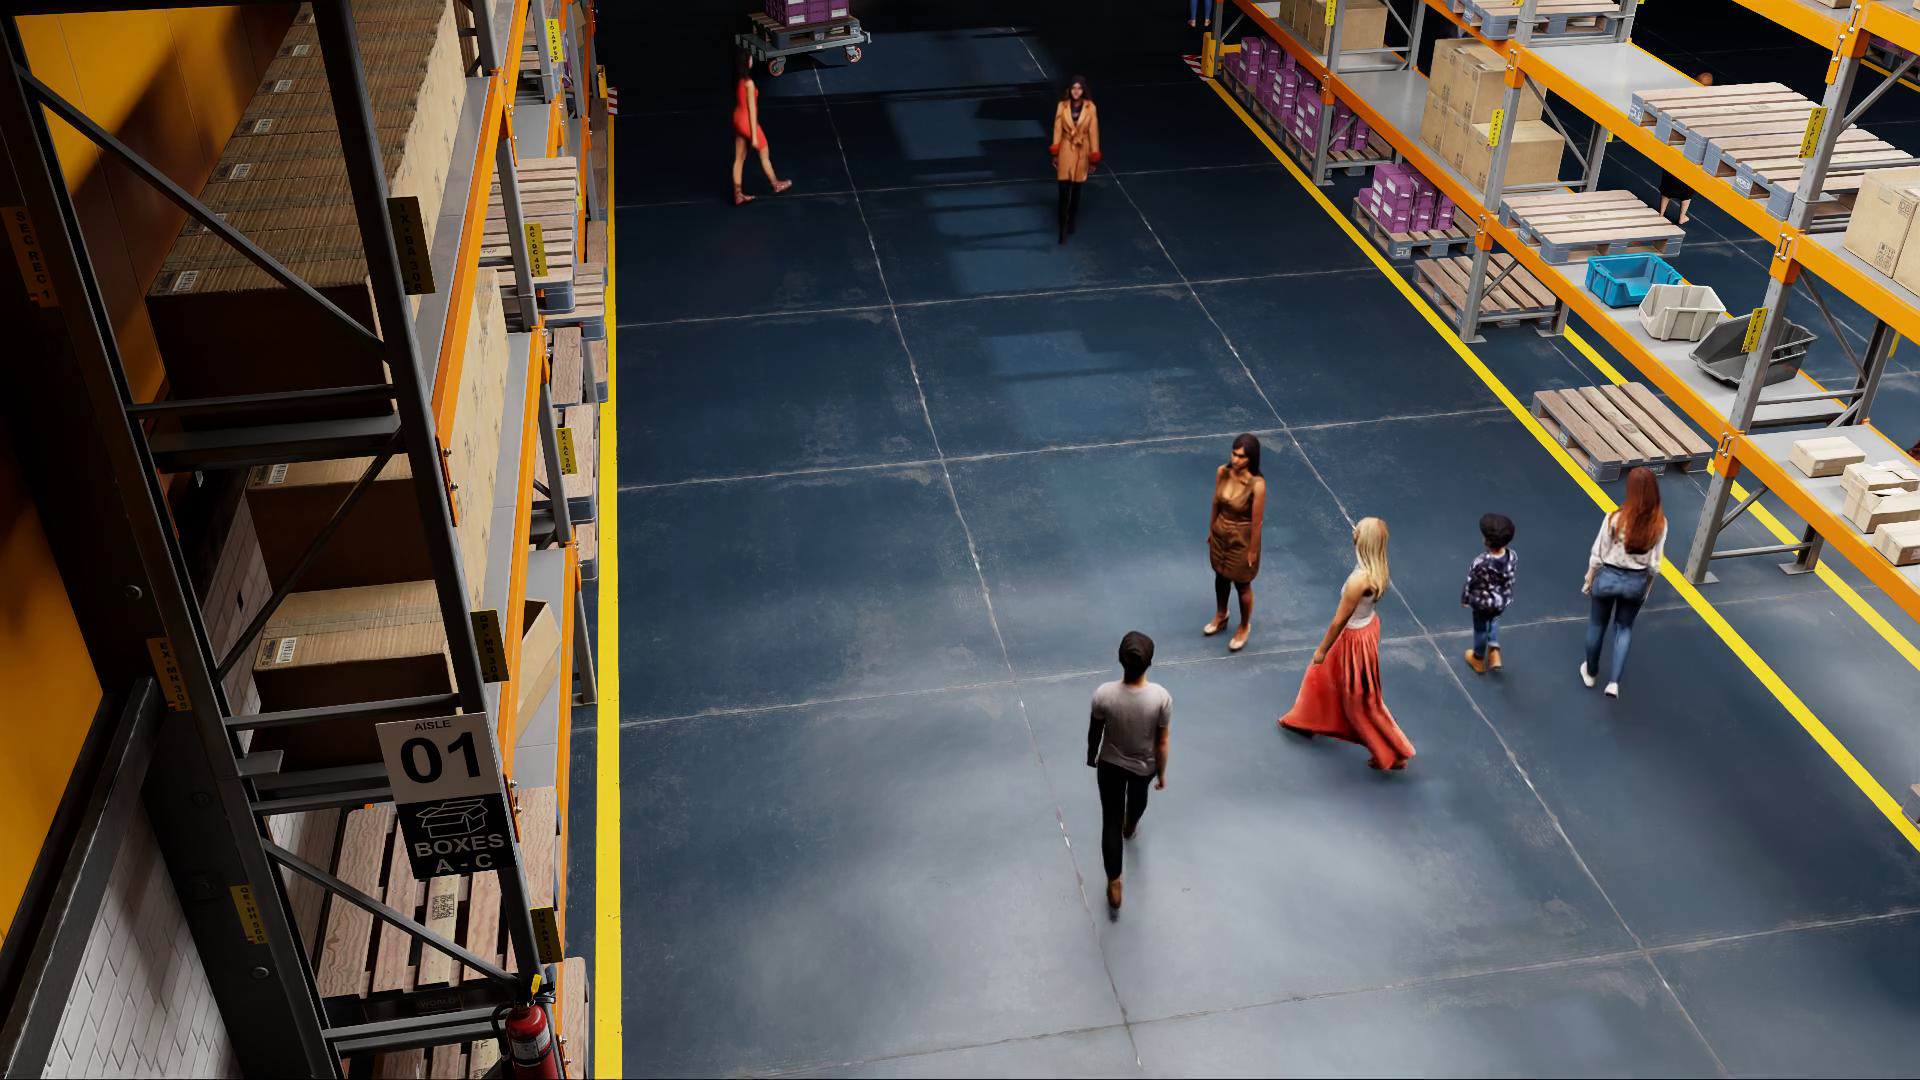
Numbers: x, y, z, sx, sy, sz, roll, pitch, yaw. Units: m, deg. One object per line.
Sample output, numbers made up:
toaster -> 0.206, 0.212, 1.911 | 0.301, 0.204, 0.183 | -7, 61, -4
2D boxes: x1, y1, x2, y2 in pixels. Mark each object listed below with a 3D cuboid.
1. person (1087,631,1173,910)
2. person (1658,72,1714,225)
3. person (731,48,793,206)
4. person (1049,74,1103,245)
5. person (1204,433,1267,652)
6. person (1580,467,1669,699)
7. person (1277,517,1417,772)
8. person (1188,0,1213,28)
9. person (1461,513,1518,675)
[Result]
person -> 0.935, 1.303, 9.373 | 0.828, 1.679, 1.213 | 4, 34, 5
person -> 7.706, -4.156, 17.635 | 0.687, 1.625, 0.731 | 15, 36, 21
person -> -2.379, -4.437, 17.995 | 0.986, 1.693, 1.011 | -26, 42, -34
person -> 1.196, -4.017, 17.360 | 0.869, 1.697, 1.024 | 3, 34, 4
person -> 1.876, 0.007, 11.318 | 0.701, 1.683, 0.603 | -26, 42, -34
person -> 4.295, 0.340, 10.793 | 0.774, 1.709, 0.913 | 8, 35, 12
person -> 2.506, 0.692, 10.213 | 1.140, 1.766, 1.156 | 17, 37, 24
person -> 3.446, -8.145, 23.648 | 0.623, 1.612, 0.548 | -1, 34, -1
person -> 3.574, 0.395, 11.130 | 0.529, 1.245, 0.557 | -7, 34, -10
